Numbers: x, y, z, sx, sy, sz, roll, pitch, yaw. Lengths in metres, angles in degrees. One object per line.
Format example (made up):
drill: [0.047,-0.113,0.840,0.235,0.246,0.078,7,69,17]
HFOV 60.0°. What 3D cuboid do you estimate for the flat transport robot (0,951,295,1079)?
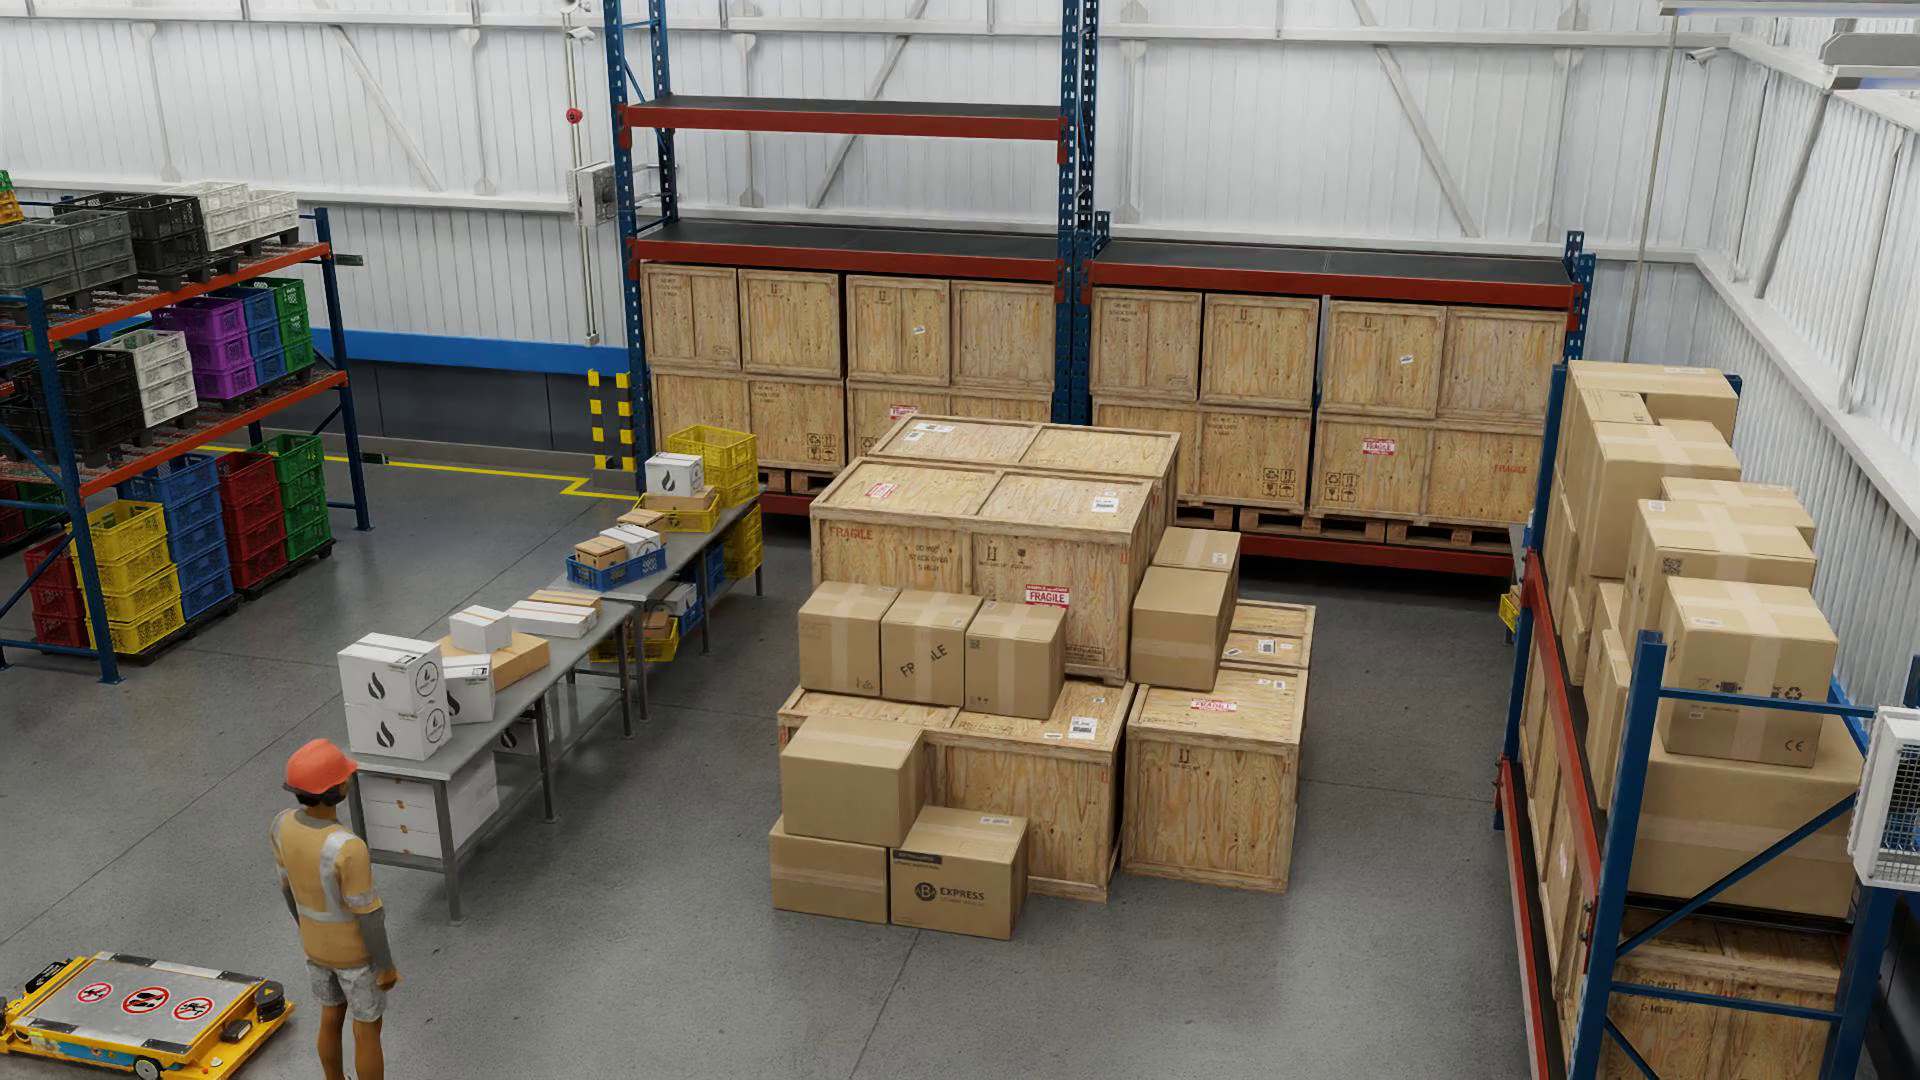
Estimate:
flat transport robot: [-4.270,2.464,8.601,1.431,0.231,0.659,5,22,13]

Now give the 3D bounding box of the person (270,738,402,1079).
person: [-2.849,1.852,7.713,0.606,2.048,0.367,12,24,29]
